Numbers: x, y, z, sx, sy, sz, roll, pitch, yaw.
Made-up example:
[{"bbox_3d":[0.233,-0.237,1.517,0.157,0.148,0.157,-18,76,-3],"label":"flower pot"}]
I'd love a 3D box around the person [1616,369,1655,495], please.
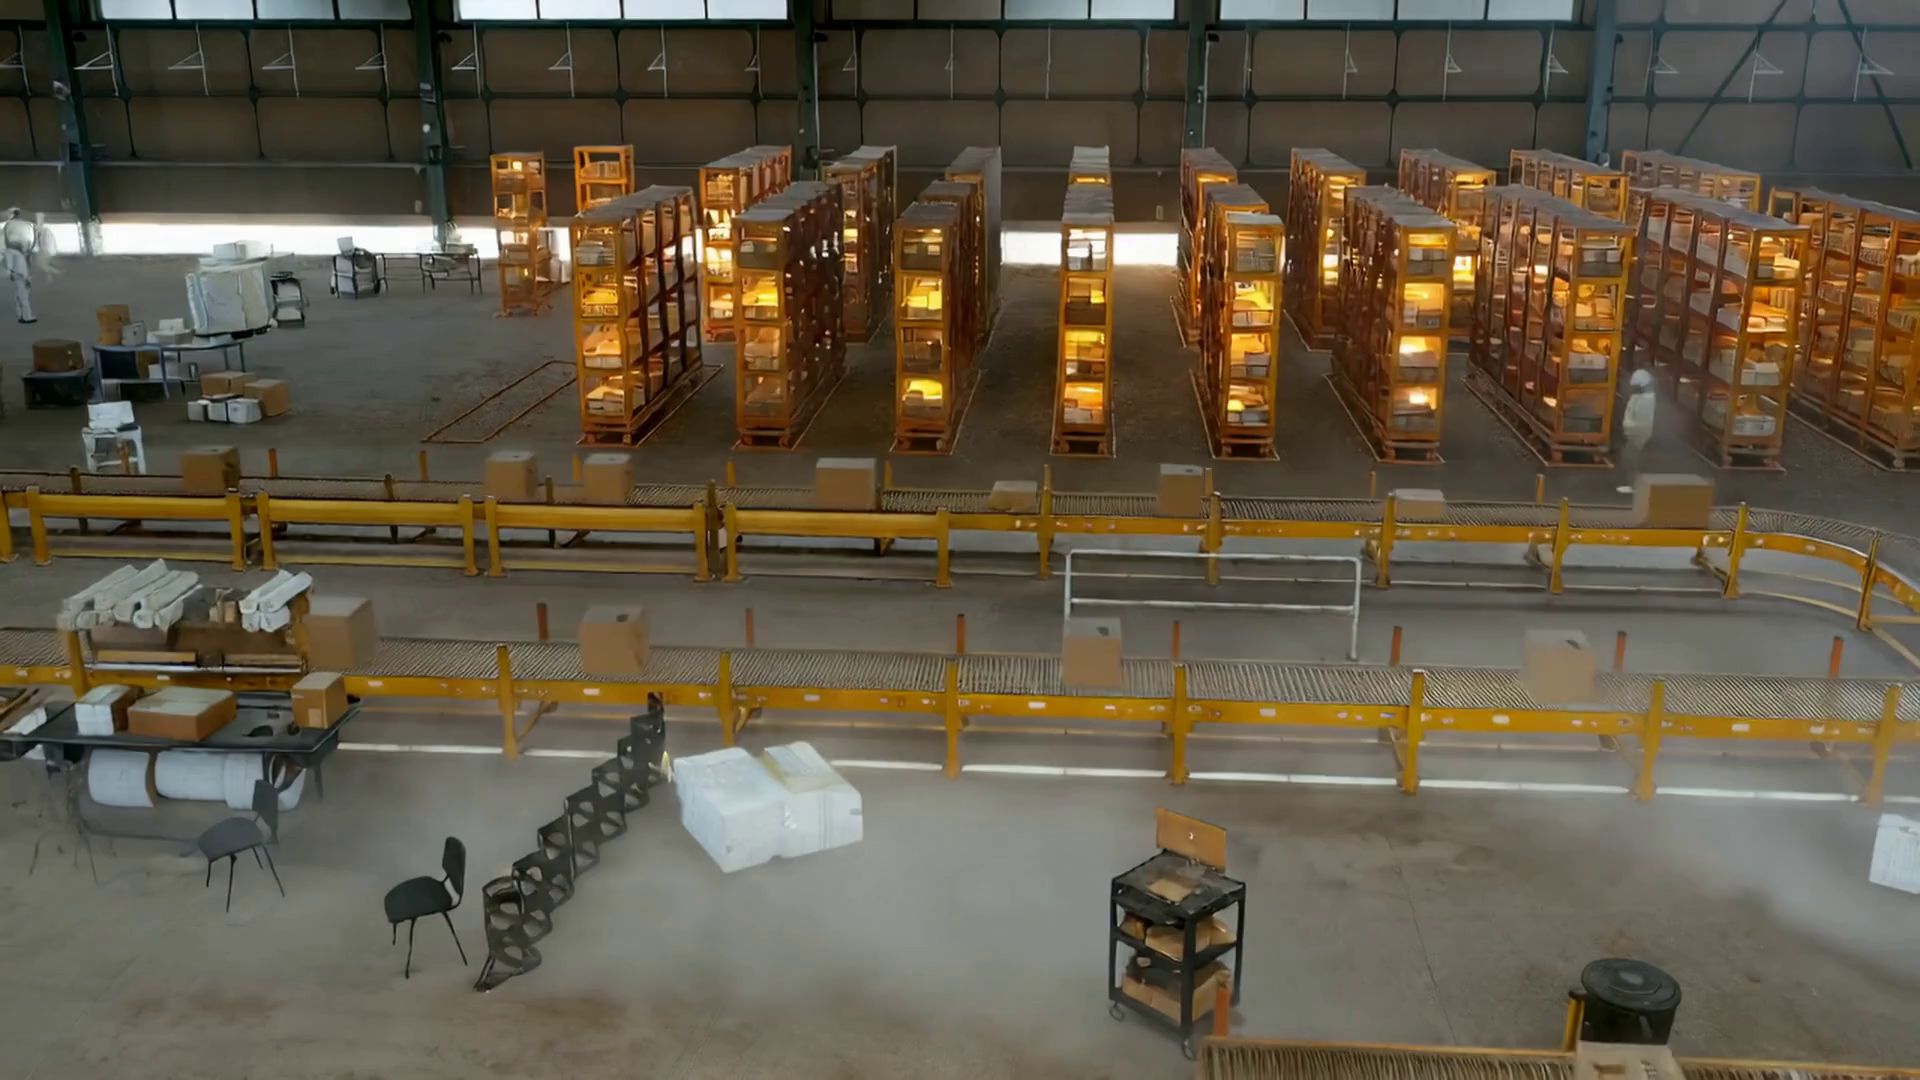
[{"bbox_3d":[9.501,-1.511,23.373,0.430,1.817,0.627,3,18,9],"label":"person"}]

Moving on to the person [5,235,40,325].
[{"bbox_3d":[-20.617,-5.703,36.468,0.605,1.949,0.402,12,21,33],"label":"person"}]

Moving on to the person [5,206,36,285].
[{"bbox_3d":[-23.557,-7.384,41.761,0.635,1.980,0.430,-12,21,-34],"label":"person"}]

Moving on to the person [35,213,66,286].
[{"bbox_3d":[-22.875,-7.293,41.709,0.454,1.825,0.636,-10,20,-29],"label":"person"}]
